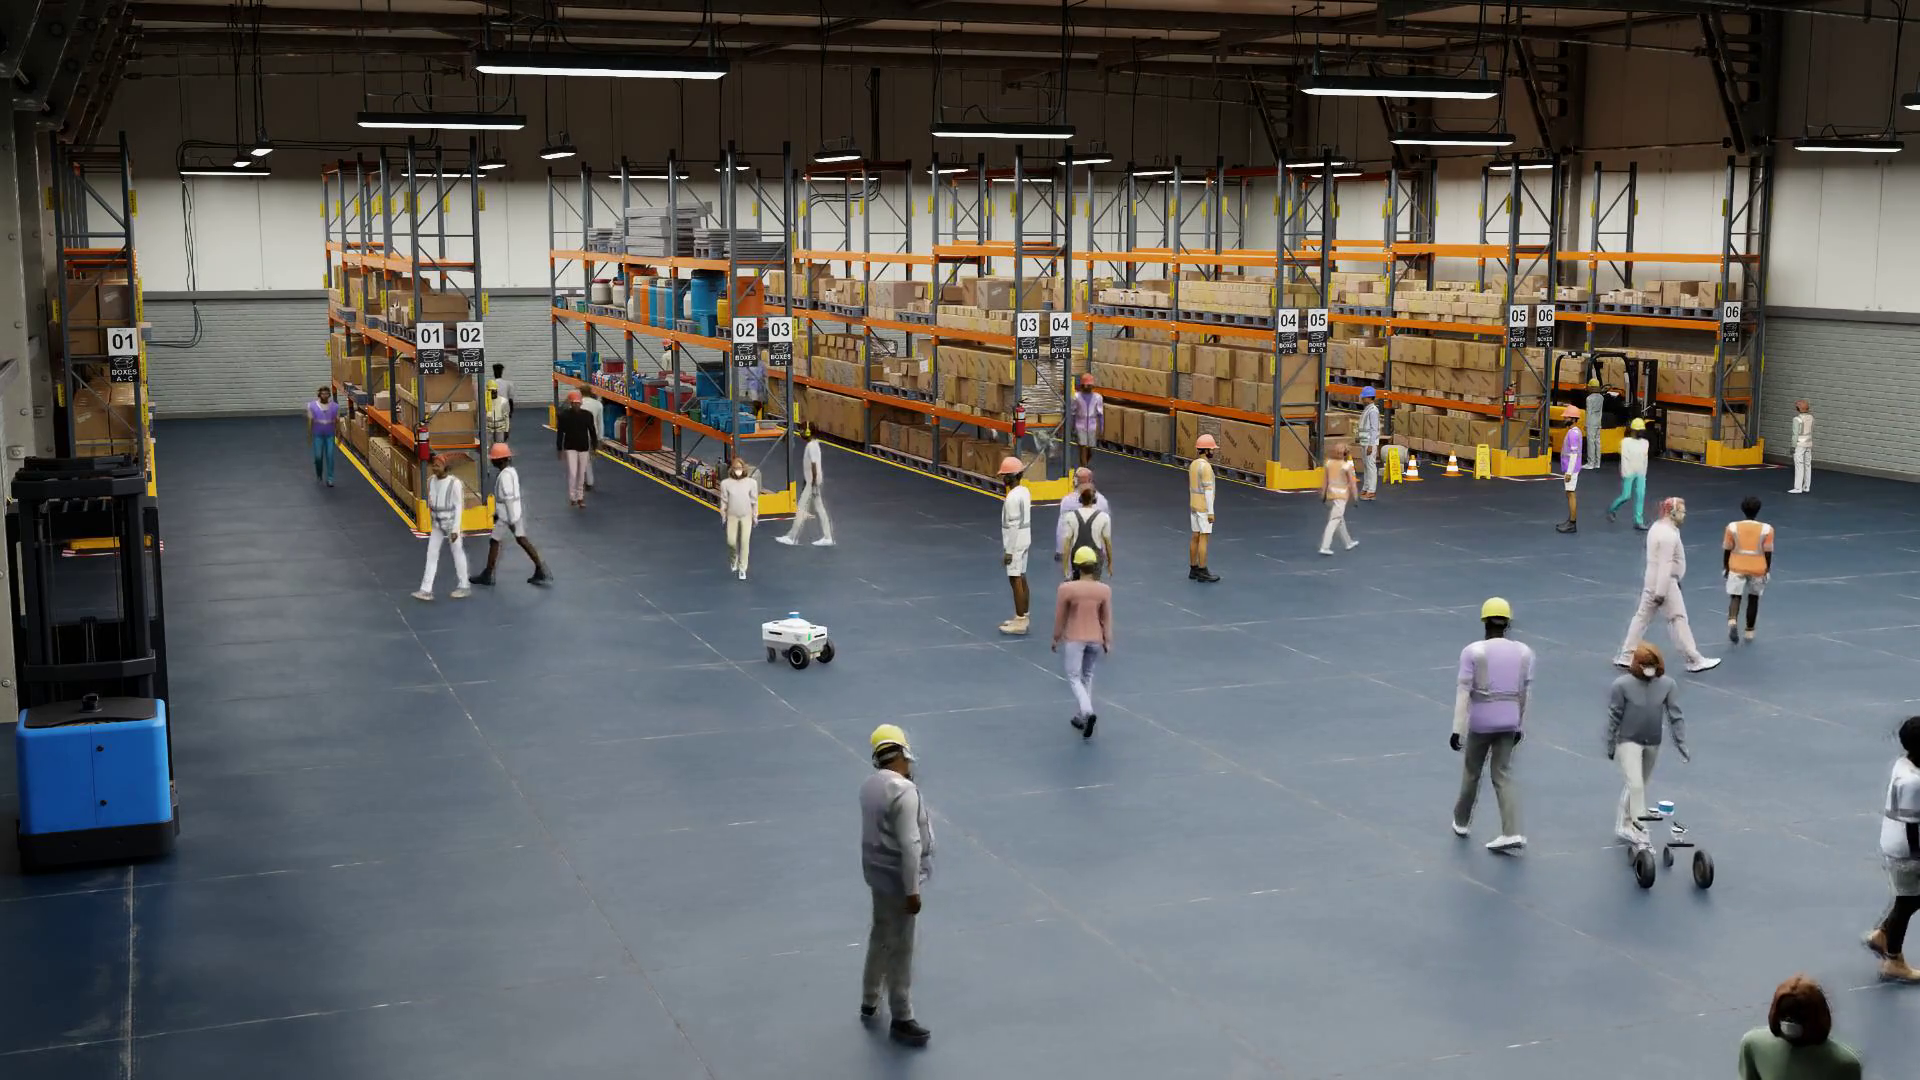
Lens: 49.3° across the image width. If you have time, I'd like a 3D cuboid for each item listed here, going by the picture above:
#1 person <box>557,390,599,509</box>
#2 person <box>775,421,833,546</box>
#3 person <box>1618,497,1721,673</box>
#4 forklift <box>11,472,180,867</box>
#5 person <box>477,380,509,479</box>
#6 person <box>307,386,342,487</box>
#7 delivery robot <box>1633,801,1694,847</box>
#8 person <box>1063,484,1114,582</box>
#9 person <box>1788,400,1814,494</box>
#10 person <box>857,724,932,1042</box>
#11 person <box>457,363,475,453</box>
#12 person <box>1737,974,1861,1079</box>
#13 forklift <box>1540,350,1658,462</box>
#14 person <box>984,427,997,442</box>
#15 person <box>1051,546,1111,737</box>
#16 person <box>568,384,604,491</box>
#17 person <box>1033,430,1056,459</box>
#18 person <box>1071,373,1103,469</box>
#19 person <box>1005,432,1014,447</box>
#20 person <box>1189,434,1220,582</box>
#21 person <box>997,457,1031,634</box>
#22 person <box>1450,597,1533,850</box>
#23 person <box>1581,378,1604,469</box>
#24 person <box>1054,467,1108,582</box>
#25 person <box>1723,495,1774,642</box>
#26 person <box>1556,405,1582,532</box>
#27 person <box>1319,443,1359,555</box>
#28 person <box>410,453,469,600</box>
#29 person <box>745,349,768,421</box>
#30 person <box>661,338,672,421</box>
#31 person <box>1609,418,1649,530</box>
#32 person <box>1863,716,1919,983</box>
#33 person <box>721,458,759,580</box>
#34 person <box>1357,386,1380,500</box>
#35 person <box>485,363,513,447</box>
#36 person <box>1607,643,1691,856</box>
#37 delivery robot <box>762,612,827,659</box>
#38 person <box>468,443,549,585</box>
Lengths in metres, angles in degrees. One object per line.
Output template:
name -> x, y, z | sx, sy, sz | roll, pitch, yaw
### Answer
person -> -6.331, -1.503, 34.806 | 0.619, 1.959, 0.827 | -4, 10, -27
person -> -2.291, -0.828, 30.716 | 0.928, 1.825, 0.540 | 1, 9, 5
person -> 7.452, 0.471, 22.007 | 1.011, 1.852, 0.661 | 1, 9, 4
forklift -> -6.630, 0.886, 15.957 | 1.129, 2.768, 1.873 | -3, 9, -21
person -> -8.672, -2.061, 38.937 | 0.590, 1.833, 0.404 | -3, 9, -19
person -> -11.419, -1.866, 37.649 | 0.595, 1.826, 0.443 | -4, 9, -23
delivery robot -> 5.079, 2.001, 15.065 | 0.335, 0.223, 0.698 | 0, 8, 0
person -> 1.452, 0.269, 23.433 | 0.531, 1.817, 0.804 | 2, 9, 12
person -> 14.751, -1.627, 36.698 | 0.515, 1.636, 0.314 | -5, 10, -31
person -> -0.363, 1.986, 12.168 | 0.406, 1.780, 0.666 | -4, 9, -24
person -> -9.908, -2.518, 41.551 | 0.616, 1.971, 0.590 | -4, 9, -24
person -> 3.488, 2.577, 8.748 | 0.500, 1.615, 0.469 | 6, 10, 35
forklift -> 12.897, -2.725, 42.309 | 2.313, 2.155, 1.214 | -3, 9, -21
person -> 0.638, -3.060, 45.777 | 0.632, 1.793, 0.969 | 0, 9, -3
person -> 1.159, 0.928, 19.313 | 0.531, 1.740, 0.761 | -3, 9, -18
person -> -6.691, -1.844, 37.326 | 0.638, 1.884, 1.005 | -5, 10, -32
person -> 1.576, -2.476, 41.816 | 0.487, 1.815, 0.658 | -6, 11, -36
person -> 2.316, -2.083, 38.523 | 0.614, 2.015, 0.858 | -1, 9, -9
person -> 0.955, -2.607, 42.265 | 0.368, 1.925, 0.594 | -1, 9, -8
person -> 3.231, -0.431, 27.717 | 0.361, 1.940, 0.543 | -3, 9, -17
person -> 0.611, 0.055, 24.139 | 0.396, 2.038, 0.615 | 2, 9, 16
person -> 4.025, 1.386, 15.852 | 0.659, 1.877, 0.839 | -2, 9, -13
person -> 12.238, -2.253, 40.518 | 0.487, 1.744, 0.294 | -7, 11, -40
person -> 1.450, 0.096, 24.383 | 0.637, 1.888, 0.775 | -6, 10, -34
person -> 8.809, 0.341, 23.446 | 0.540, 1.678, 0.661 | 4, 9, 24
person -> 9.356, -1.097, 32.149 | 0.349, 1.940, 0.551 | 3, 9, 18
person -> 5.445, -0.589, 29.913 | 0.861, 1.579, 0.543 | -6, 10, -35
person -> -6.501, -0.154, 26.194 | 0.602, 1.836, 0.927 | 5, 10, 29
person -> -4.753, -3.562, 48.685 | 0.549, 1.916, 0.749 | -4, 9, -25
person -> -7.020, -3.892, 50.641 | 0.406, 1.987, 0.615 | 5, 10, 29
person -> 10.399, -1.045, 32.454 | 0.521, 1.743, 0.617 | -3, 9, -17
person -> 5.896, 1.906, 12.969 | 0.368, 1.680, 0.553 | 4, 9, 24
person -> -2.925, -0.293, 27.852 | 0.504, 1.620, 0.406 | 0, 9, -3
person -> 7.014, -1.670, 35.945 | 0.380, 1.950, 0.605 | 0, 9, -2
person -> -9.253, -2.594, 42.138 | 0.620, 1.939, 0.651 | -7, 11, -38
person -> 5.135, 1.550, 15.627 | 0.528, 1.582, 0.829 | -1, 9, -8
delivery robot -> -1.782, 1.018, 22.482 | 0.707, 0.478, 0.477 | 6, 10, 34
person -> -5.880, -0.341, 27.336 | 1.046, 1.882, 0.553 | 0, 9, 1
